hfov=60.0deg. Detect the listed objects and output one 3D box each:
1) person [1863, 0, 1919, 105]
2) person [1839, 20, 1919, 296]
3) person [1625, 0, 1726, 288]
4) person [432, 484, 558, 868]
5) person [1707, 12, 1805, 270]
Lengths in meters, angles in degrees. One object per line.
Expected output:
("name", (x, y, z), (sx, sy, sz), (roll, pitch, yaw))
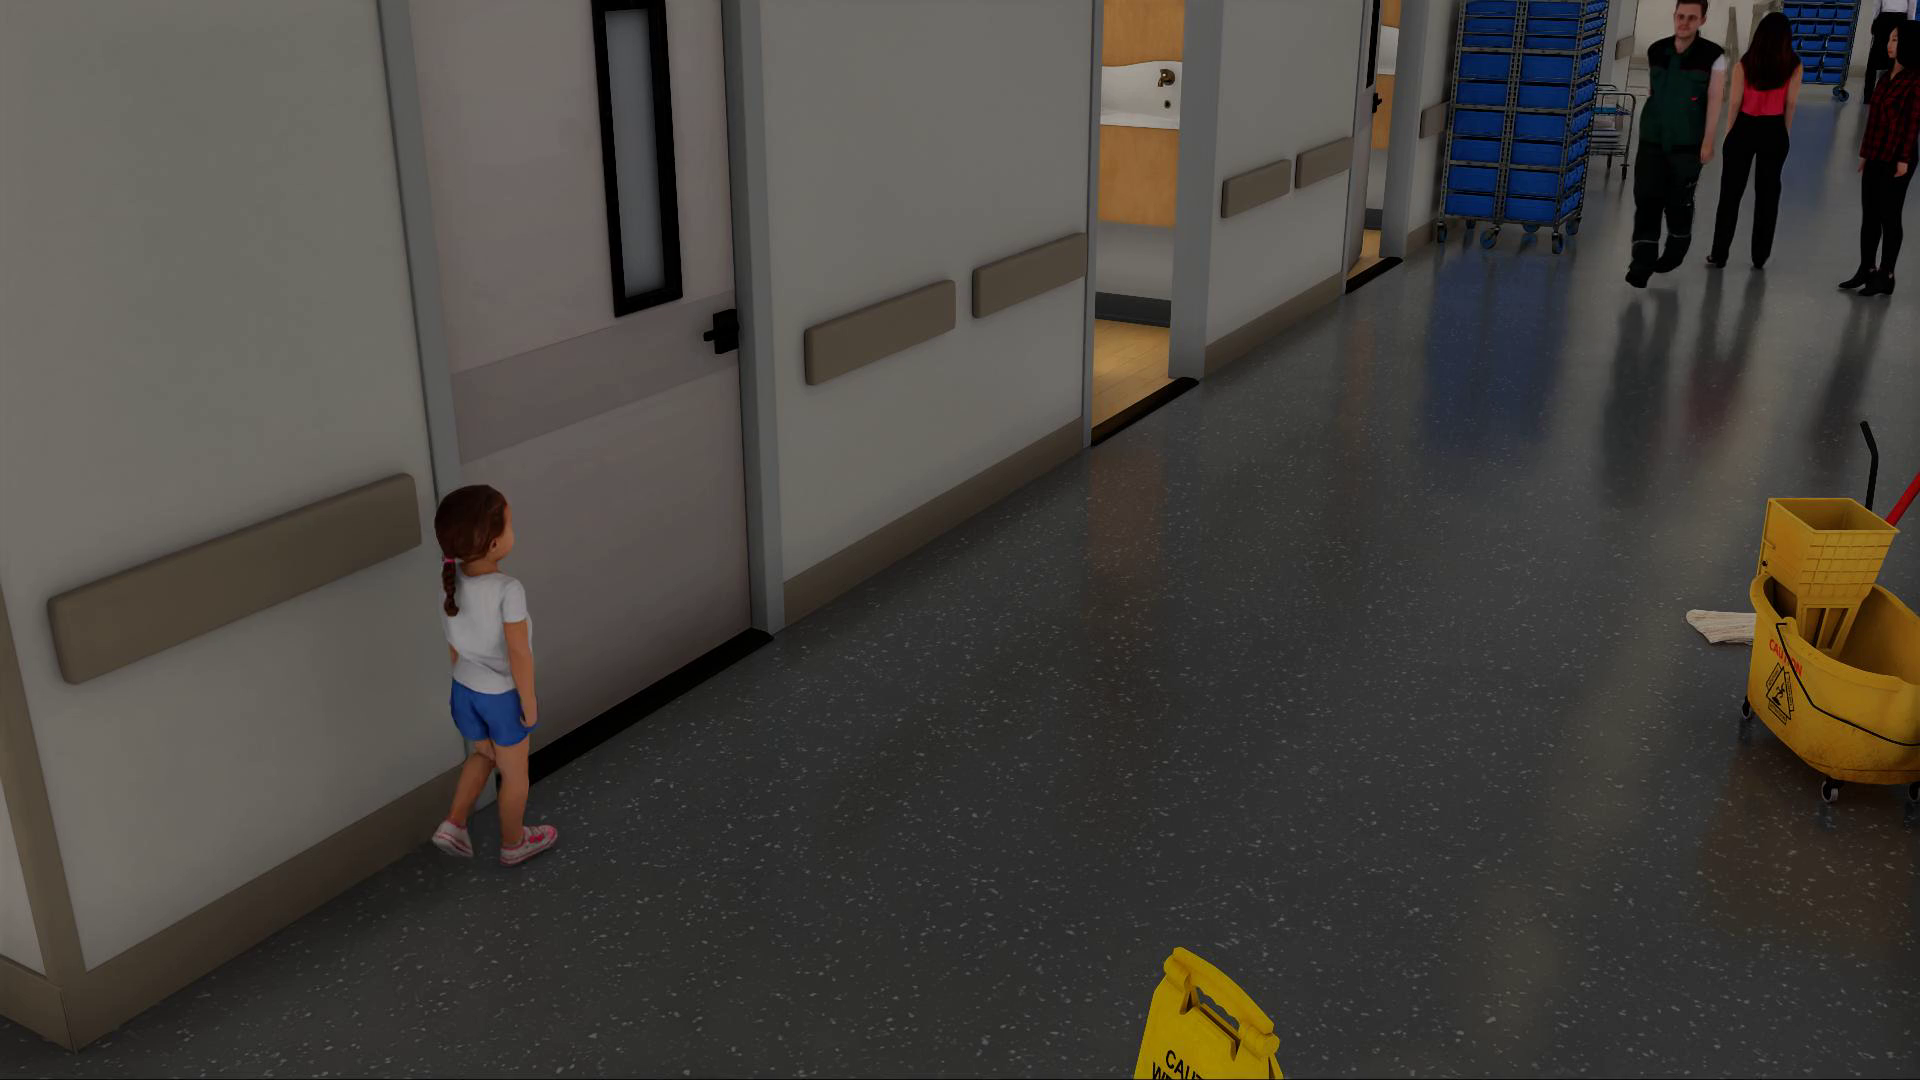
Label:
("person", (11.479, -6.321, 20.504), (0.631, 1.836, 0.693), (-19, 28, -41))
("person", (5.768, -2.355, 10.292), (0.719, 1.652, 0.640), (-3, 21, -9))
("person", (4.494, -2.477, 10.442), (0.773, 1.771, 1.233), (18, 27, 39))
("person", (-1.174, 0.356, 4.038), (0.428, 1.013, 0.541), (13, 24, 30))
("person", (5.301, -2.651, 11.064), (0.631, 1.660, 0.603), (5, 21, 12))
